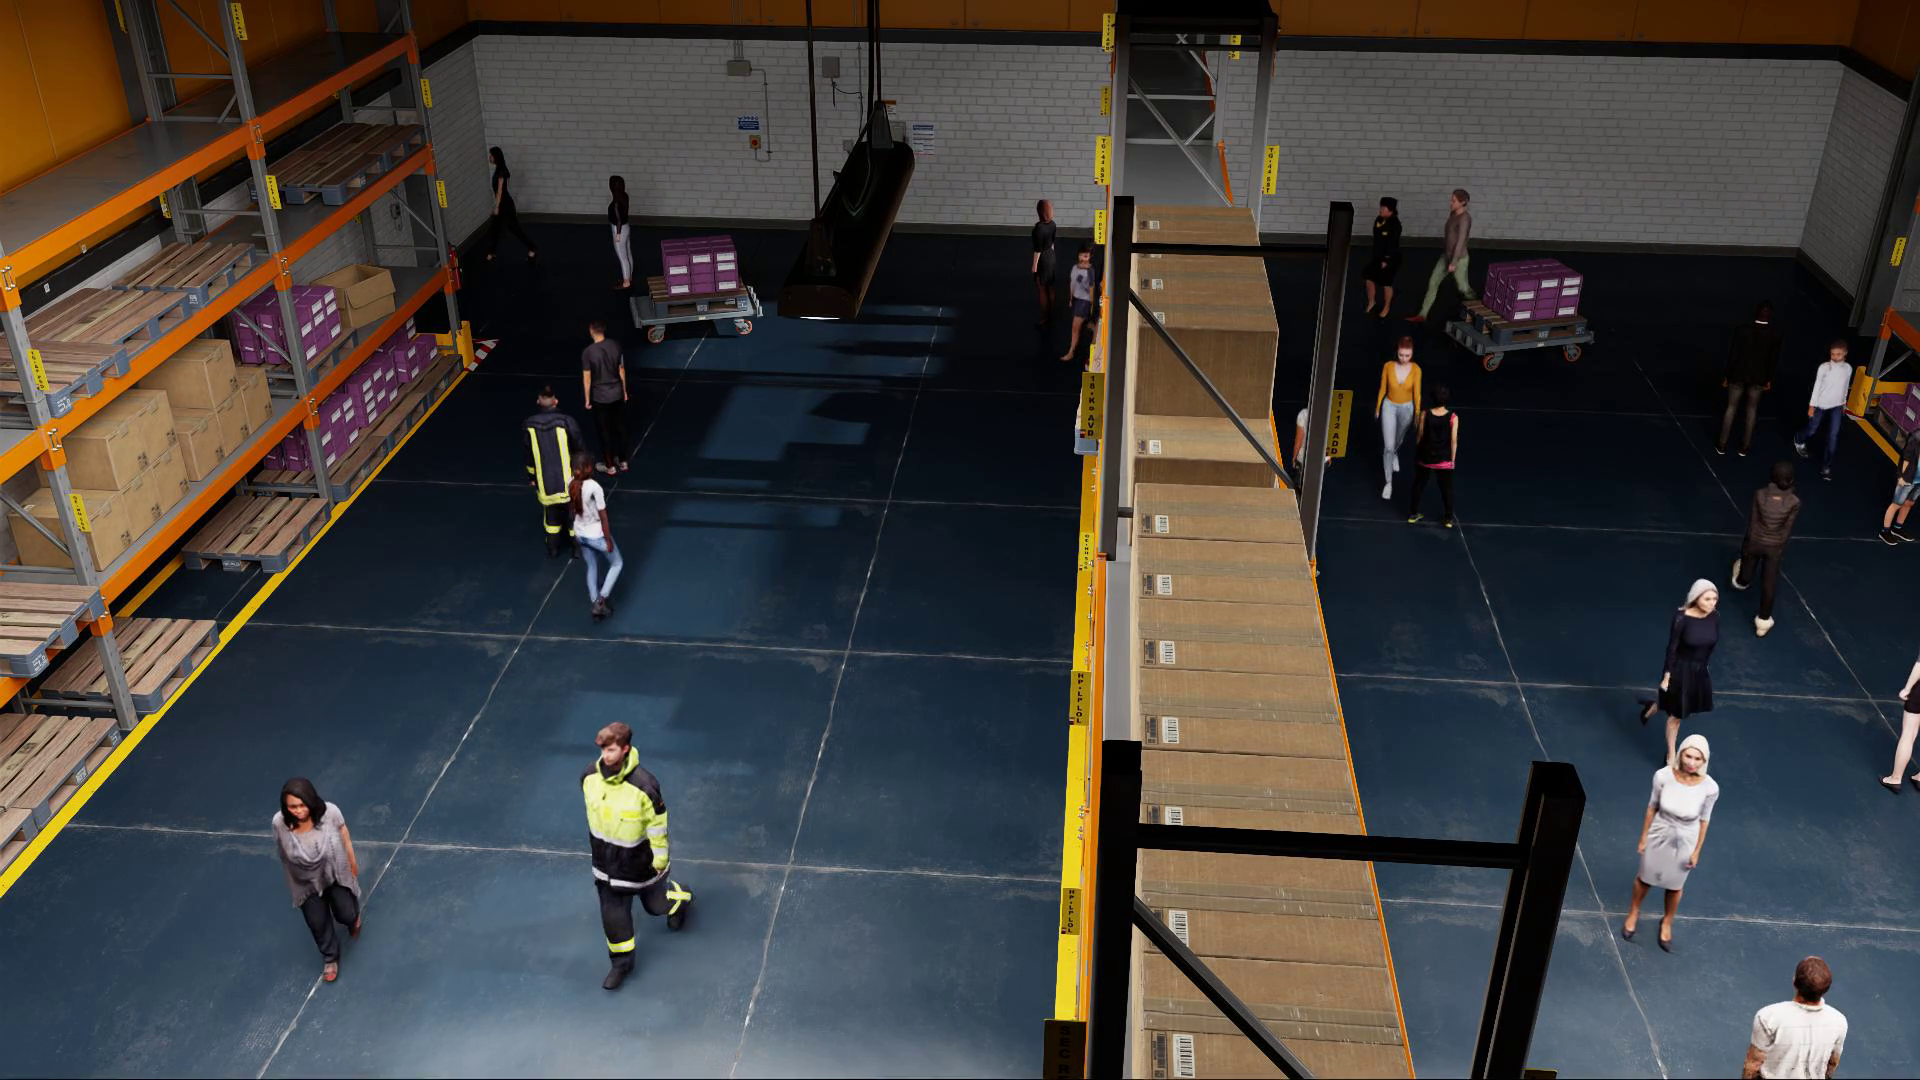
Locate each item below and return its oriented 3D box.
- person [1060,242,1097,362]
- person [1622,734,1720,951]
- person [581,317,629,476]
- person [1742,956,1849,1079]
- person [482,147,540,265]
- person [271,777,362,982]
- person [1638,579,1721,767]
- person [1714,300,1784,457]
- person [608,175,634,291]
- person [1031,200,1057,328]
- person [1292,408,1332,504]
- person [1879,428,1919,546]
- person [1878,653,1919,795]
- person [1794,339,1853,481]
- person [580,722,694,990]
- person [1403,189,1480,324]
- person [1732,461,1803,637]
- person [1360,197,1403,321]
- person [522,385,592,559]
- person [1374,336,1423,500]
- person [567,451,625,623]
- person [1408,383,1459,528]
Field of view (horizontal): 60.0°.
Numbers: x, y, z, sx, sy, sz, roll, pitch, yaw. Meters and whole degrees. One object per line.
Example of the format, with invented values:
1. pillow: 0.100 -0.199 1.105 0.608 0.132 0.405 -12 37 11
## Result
1. person: 1.586 -3.006 20.841 0.971 1.535 0.976 -14 32 -24
2. person: 4.859 2.049 11.355 0.633 1.745 0.632 13 31 22
3. person: -3.793 -1.551 17.944 0.722 1.754 0.779 -21 35 -33
4. person: 4.583 3.174 9.228 0.740 1.806 1.259 5 29 10
5. person: -6.469 -4.771 23.912 0.931 1.693 1.041 -10 30 -18
6. person: -4.312 2.203 11.236 0.777 1.588 0.885 -7 29 -13
7. person: 5.700 1.047 13.205 0.774 1.732 0.982 -7 29 -12
8. person: 8.693 -1.787 18.330 0.696 1.800 0.624 8 30 14
9. person: -4.722 -4.276 23.093 0.656 1.608 0.477 1 29 3
10. person: 1.107 -3.630 21.807 0.721 1.705 0.612 19 34 31
11. person: 3.561 -0.793 16.682 0.613 1.631 0.781 -1 29 -2
12. person: 9.536 -0.660 16.629 0.619 1.450 0.643 -10 30 -18
13. person: 7.533 1.170 12.875 0.586 1.832 0.496 1 29 1
14. person: 9.376 -1.483 18.062 0.568 1.523 1.039 3 29 5
15. person: -2.175 2.023 11.181 0.973 1.957 1.252 10 30 17
16. person: 6.543 -3.645 21.701 0.958 1.833 1.282 -4 29 -8
17. person: 7.368 0.006 15.205 0.812 1.644 1.029 10 30 18
18. person: 5.699 -3.718 22.017 0.879 1.658 0.779 -12 31 -21
19. person: -3.911 -0.652 16.182 0.770 1.864 0.704 0 29 1
20. person: 4.641 -1.373 17.649 0.744 1.724 1.238 5 29 9
21. person: -3.391 0.002 15.135 0.716 1.718 0.756 16 33 27
22. person: 4.769 -0.846 16.884 0.688 1.531 0.630 14 32 24
